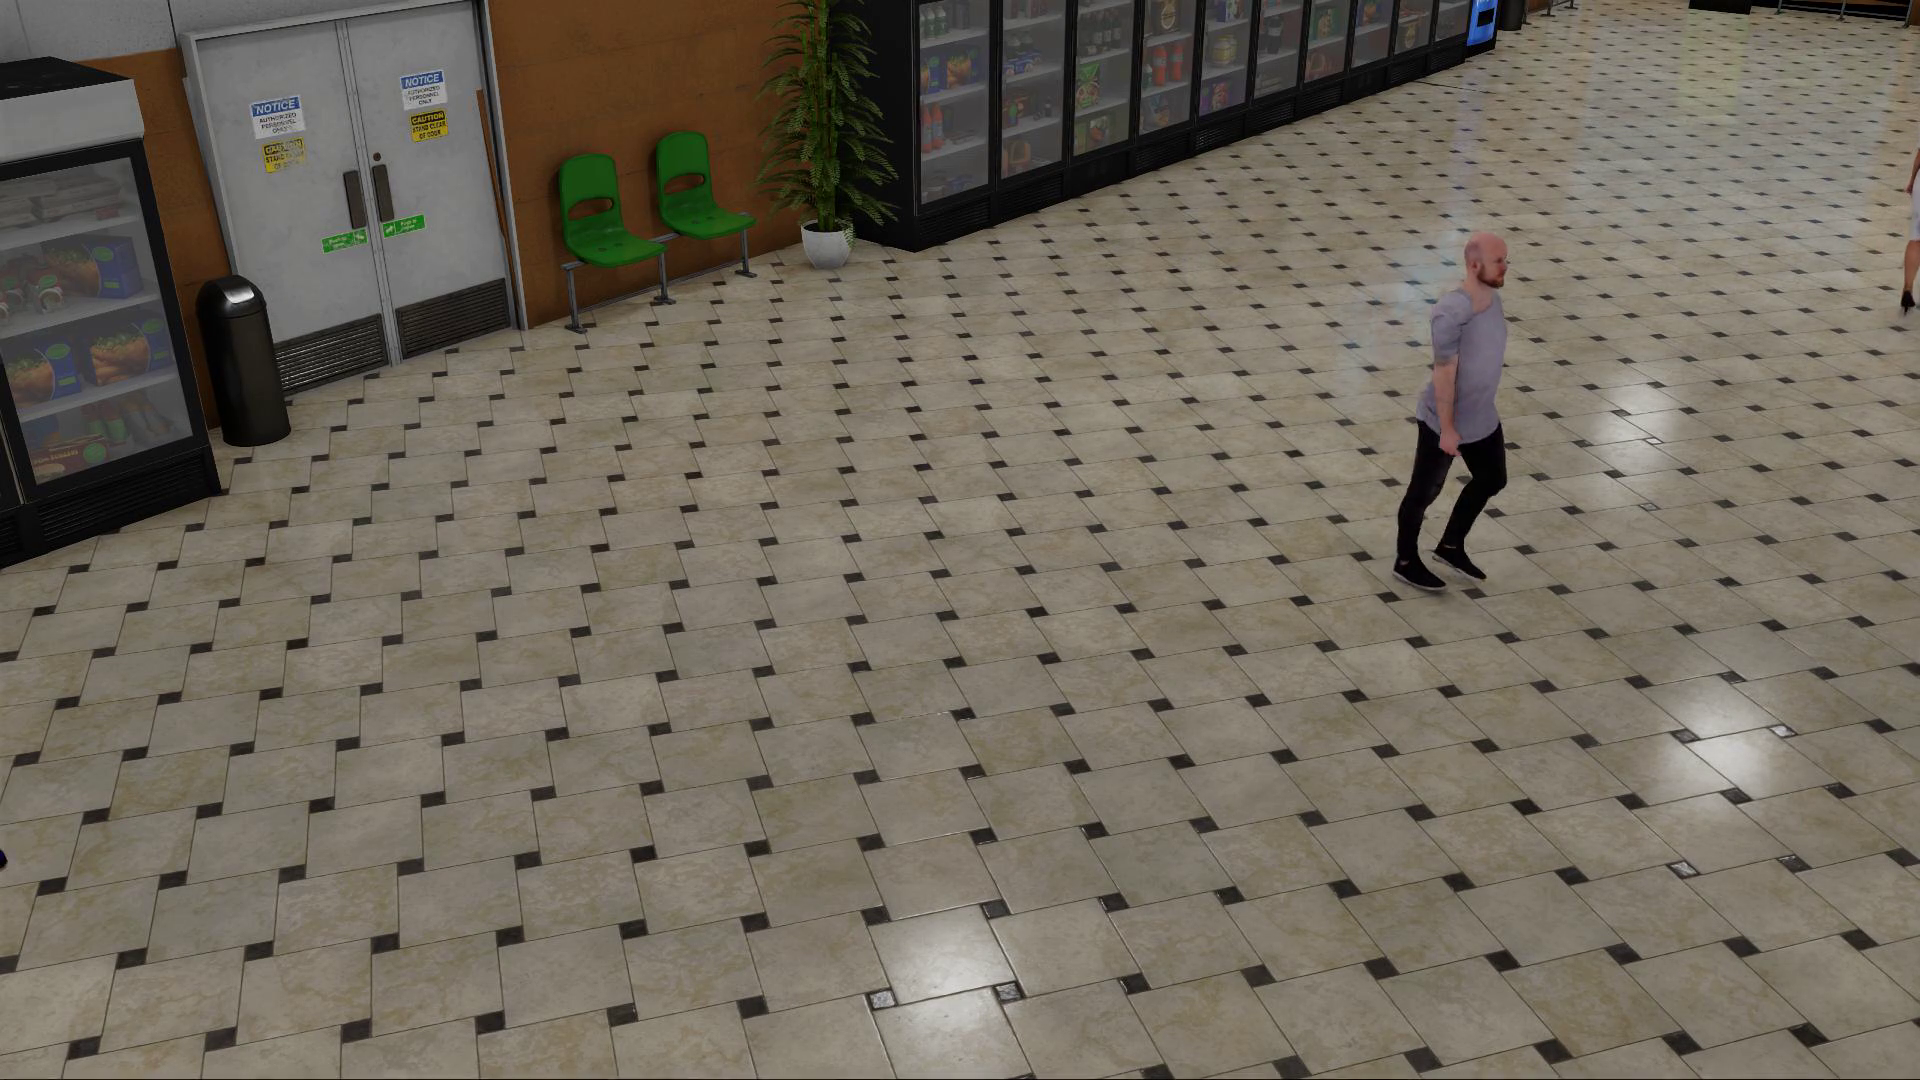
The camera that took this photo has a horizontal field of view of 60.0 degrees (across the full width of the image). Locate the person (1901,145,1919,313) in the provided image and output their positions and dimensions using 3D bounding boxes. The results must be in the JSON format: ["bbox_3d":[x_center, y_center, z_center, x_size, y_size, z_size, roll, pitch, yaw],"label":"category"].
[{"bbox_3d":[6.947,-2.455,11.814,0.980,1.709,0.693,18,32,32],"label":"person"}]

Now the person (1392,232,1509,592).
[{"bbox_3d":[2.333,-0.623,8.073,0.724,1.824,0.698,-21,33,-35],"label":"person"}]
